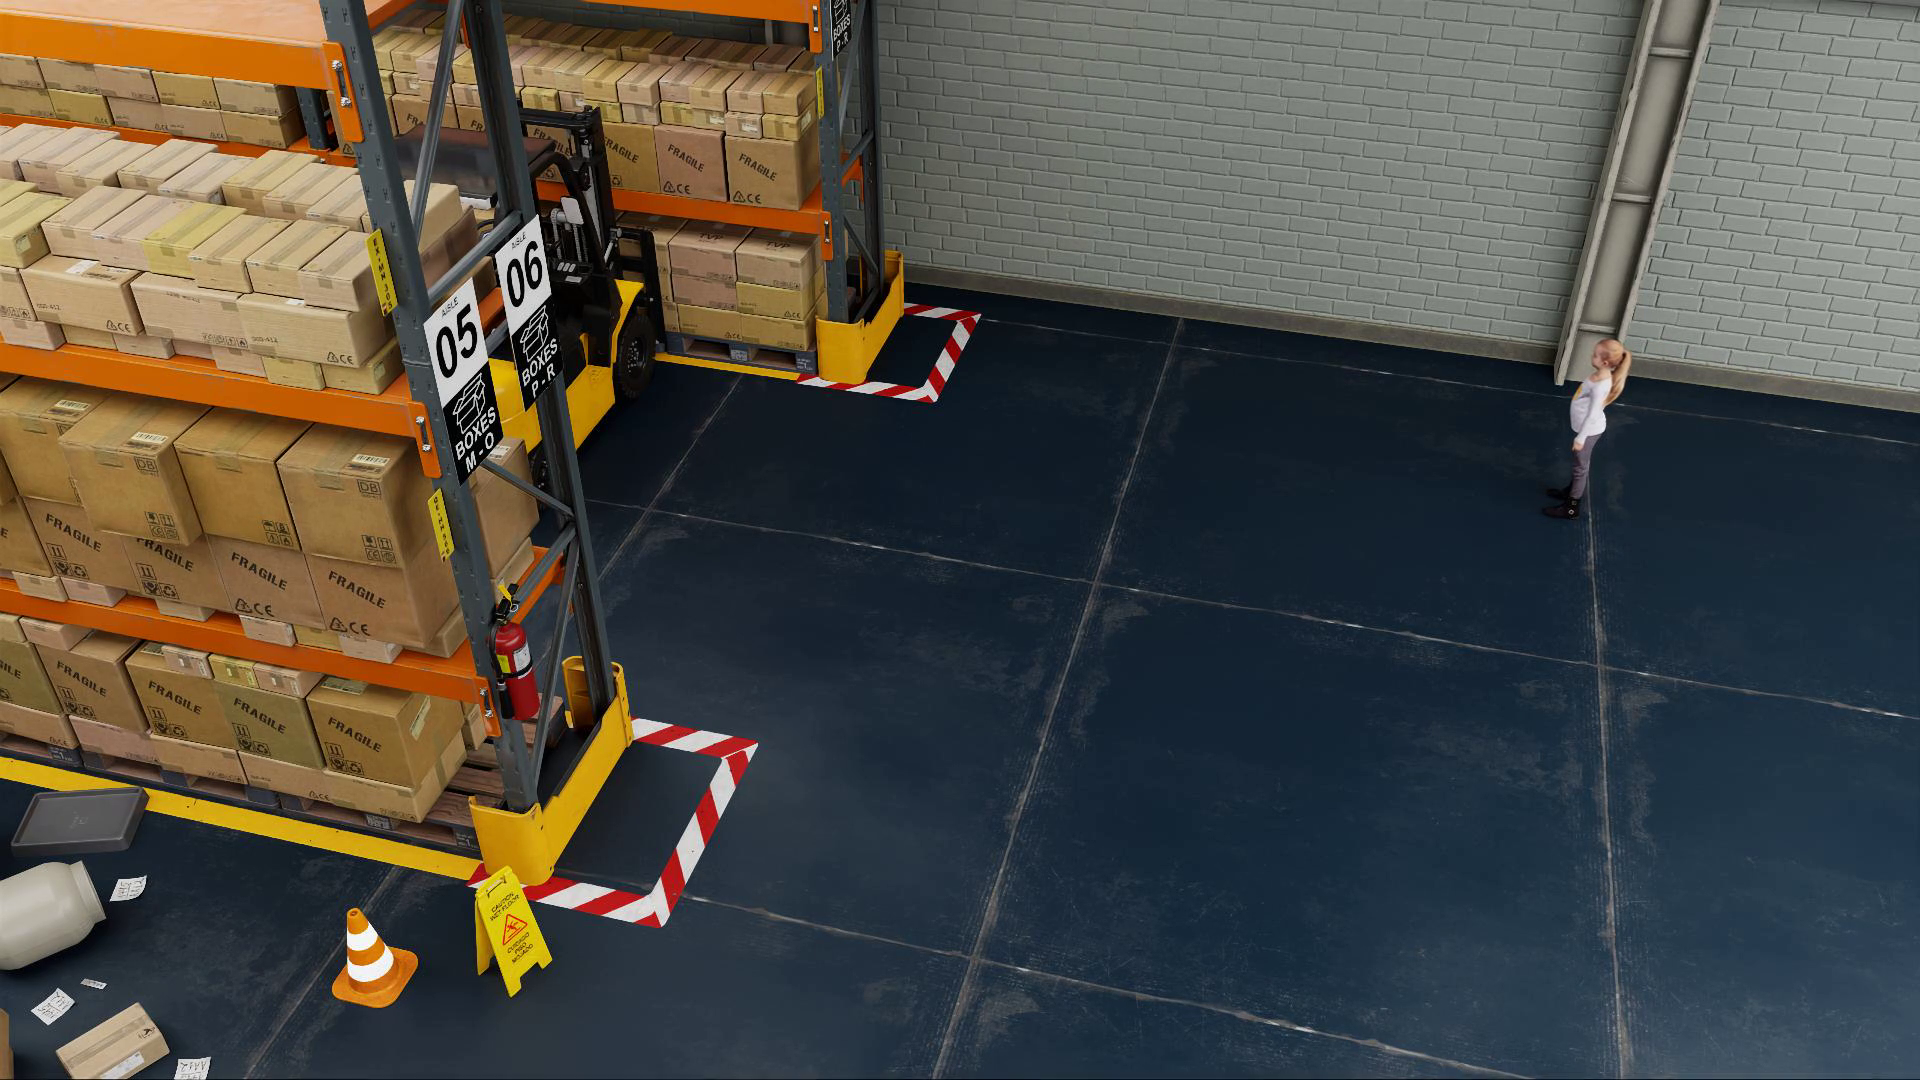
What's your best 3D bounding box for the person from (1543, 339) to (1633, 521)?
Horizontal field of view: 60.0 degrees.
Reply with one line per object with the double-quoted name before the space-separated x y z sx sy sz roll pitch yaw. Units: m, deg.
"person" 3.997 -0.715 10.567 0.536 1.279 0.519 15 40 19
